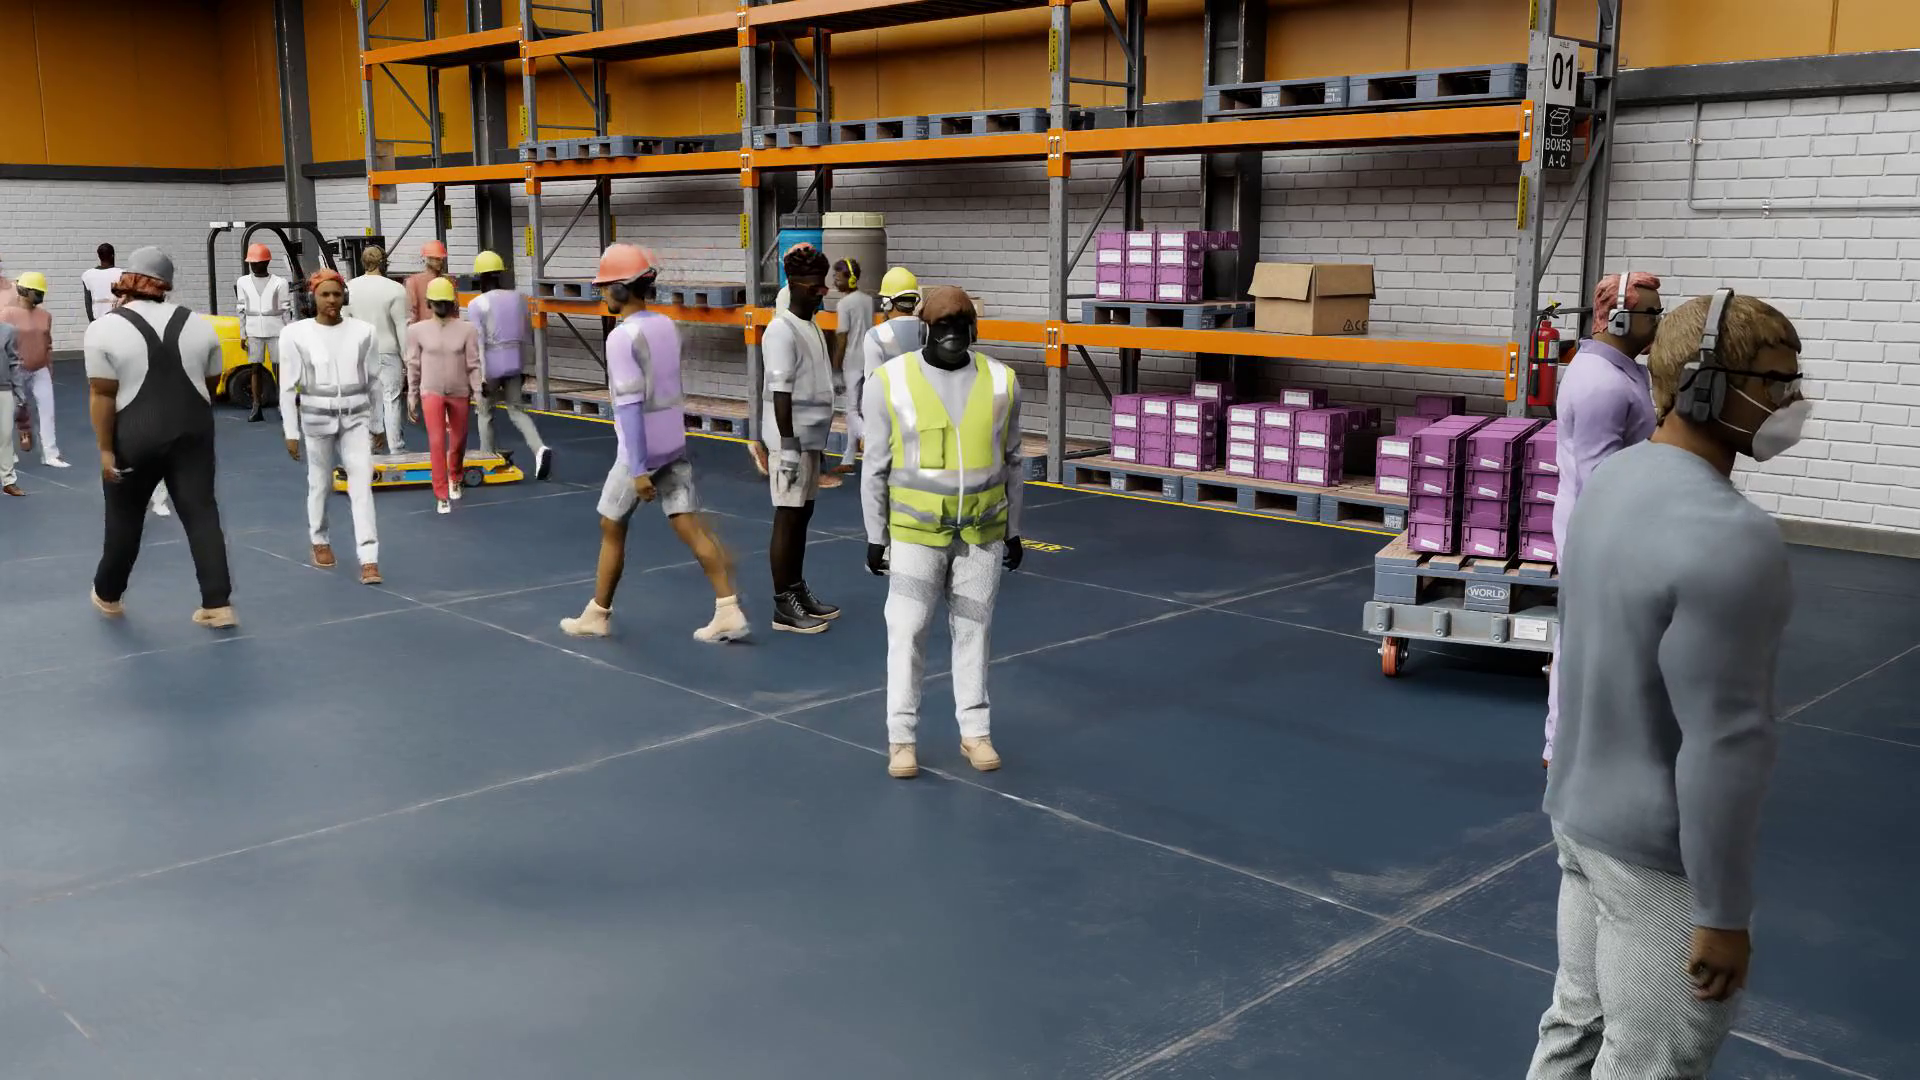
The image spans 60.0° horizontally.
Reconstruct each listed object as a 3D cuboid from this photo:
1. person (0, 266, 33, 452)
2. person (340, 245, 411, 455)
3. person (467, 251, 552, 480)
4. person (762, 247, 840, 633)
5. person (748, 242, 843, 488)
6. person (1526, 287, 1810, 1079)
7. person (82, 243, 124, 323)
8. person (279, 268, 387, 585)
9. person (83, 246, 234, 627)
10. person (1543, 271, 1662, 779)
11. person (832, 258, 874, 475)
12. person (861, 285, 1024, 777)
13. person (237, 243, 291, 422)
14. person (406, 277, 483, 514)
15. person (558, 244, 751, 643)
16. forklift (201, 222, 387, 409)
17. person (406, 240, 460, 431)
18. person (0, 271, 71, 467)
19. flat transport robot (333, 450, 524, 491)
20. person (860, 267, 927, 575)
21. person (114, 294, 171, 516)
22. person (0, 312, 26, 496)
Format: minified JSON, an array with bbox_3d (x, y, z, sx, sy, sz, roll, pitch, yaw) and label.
[{"bbox_3d":[-8.756,-1.677,15.088,0.654,1.891,0.456,-2,11,-13],"label":"person"},{"bbox_3d":[-5.119,-1.618,14.645,0.635,1.937,0.354,2,11,10],"label":"person"},{"bbox_3d":[-3.743,-1.417,13.662,0.805,1.898,0.589,9,13,39],"label":"person"},{"bbox_3d":[-0.822,-0.518,8.579,0.374,1.962,0.608,2,11,11],"label":"person"},{"bbox_3d":[-1.348,-1.405,13.399,0.786,1.971,0.629,3,11,15],"label":"person"},{"bbox_3d":[1.215,0.537,2.903,0.375,1.936,0.628,0,10,1],"label":"person"},{"bbox_3d":[-10.740,-2.780,21.045,0.591,1.917,0.392,-1,10,-4],"label":"person"},{"bbox_3d":[-3.729,-0.691,9.896,0.606,1.838,0.984,-6,12,-31],"label":"person"},{"bbox_3d":[-4.188,-0.573,8.670,0.692,2.000,1.023,-10,14,-44],"label":"person"},{"bbox_3d":[2.326,-0.005,5.972,0.403,1.900,0.646,4,11,20],"label":"person"},{"bbox_3d":[-0.801,-1.422,13.875,0.786,1.841,0.622,6,12,31],"label":"person"},{"bbox_3d":[-0.053,-0.028,6.244,0.633,1.839,0.429,-3,11,-15],"label":"person"},{"bbox_3d":[-7.556,-2.245,18.085,0.544,1.933,0.376,-2,11,-11],"label":"person"},{"bbox_3d":[-3.851,-1.101,12.434,0.524,1.735,0.851,-5,11,-24],"label":"person"},{"bbox_3d":[-1.504,-0.450,8.213,1.040,1.997,0.618,4,11,23],"label":"person"},{"bbox_3d":[-8.169,-2.758,20.163,2.313,2.155,1.214,-10,14,-44],"label":"forklift"},{"bbox_3d":[-5.463,-2.112,17.231,0.744,1.977,0.626,10,14,43],"label":"person"},{"bbox_3d":[-8.258,-1.505,14.668,0.884,1.725,0.534,5,12,25],"label":"person"},{"bbox_3d":[-4.332,-0.579,13.529,1.431,0.197,0.652,-4,11,-23],"label":"flat transport robot"},{"bbox_3d":[-0.357,-0.706,9.959,0.591,1.833,0.403,-9,14,-40],"label":"person"},{"bbox_3d":[-6.054,-0.998,12.162,0.521,1.616,0.746,-9,14,-41],"label":"person"},{"bbox_3d":[-7.470,-1.125,12.791,0.267,1.632,0.507,9,14,40],"label":"person"}]
